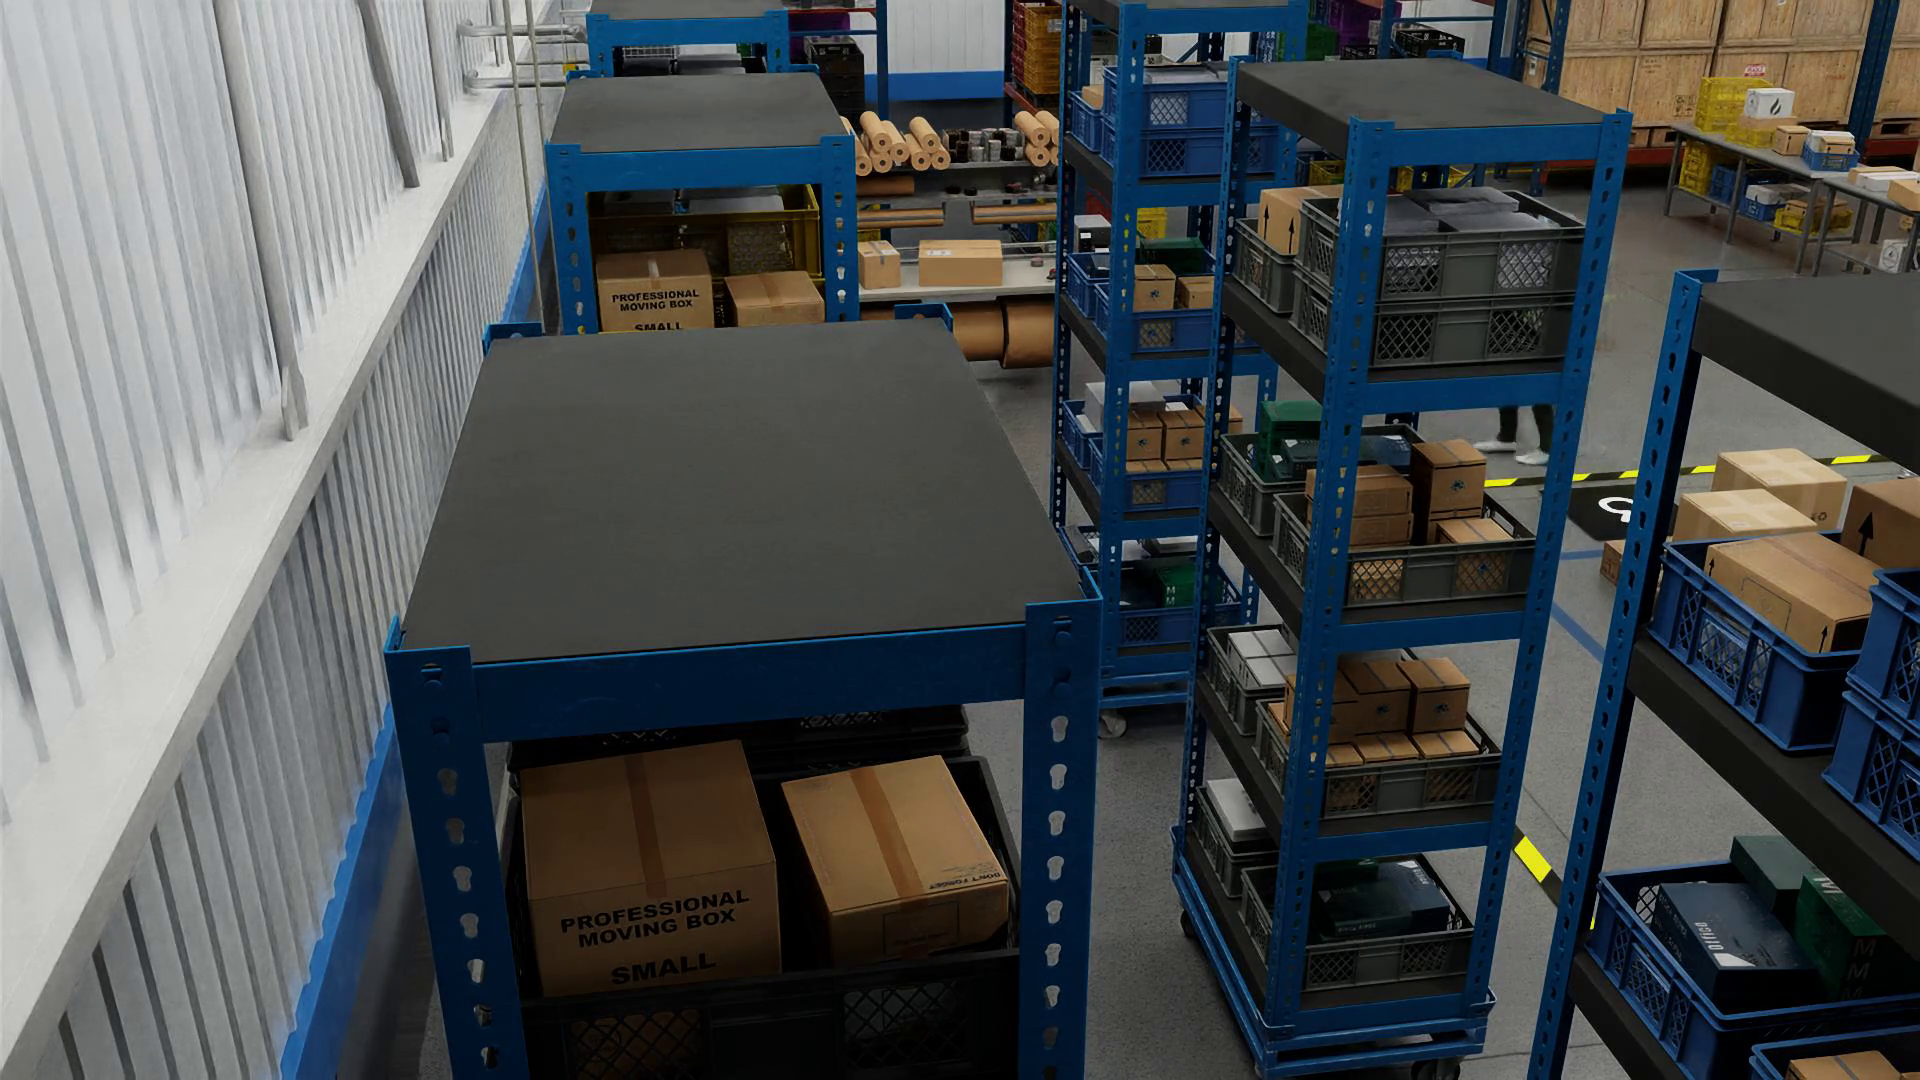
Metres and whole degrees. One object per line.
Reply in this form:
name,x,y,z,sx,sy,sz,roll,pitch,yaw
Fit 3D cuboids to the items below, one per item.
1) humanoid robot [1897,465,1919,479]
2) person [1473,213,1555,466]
humanoid robot,6.430,-1.141,10.860,0.735,1.677,0.533,-12,27,-23
person,3.913,-1.365,11.416,0.700,1.811,0.607,5,25,10
